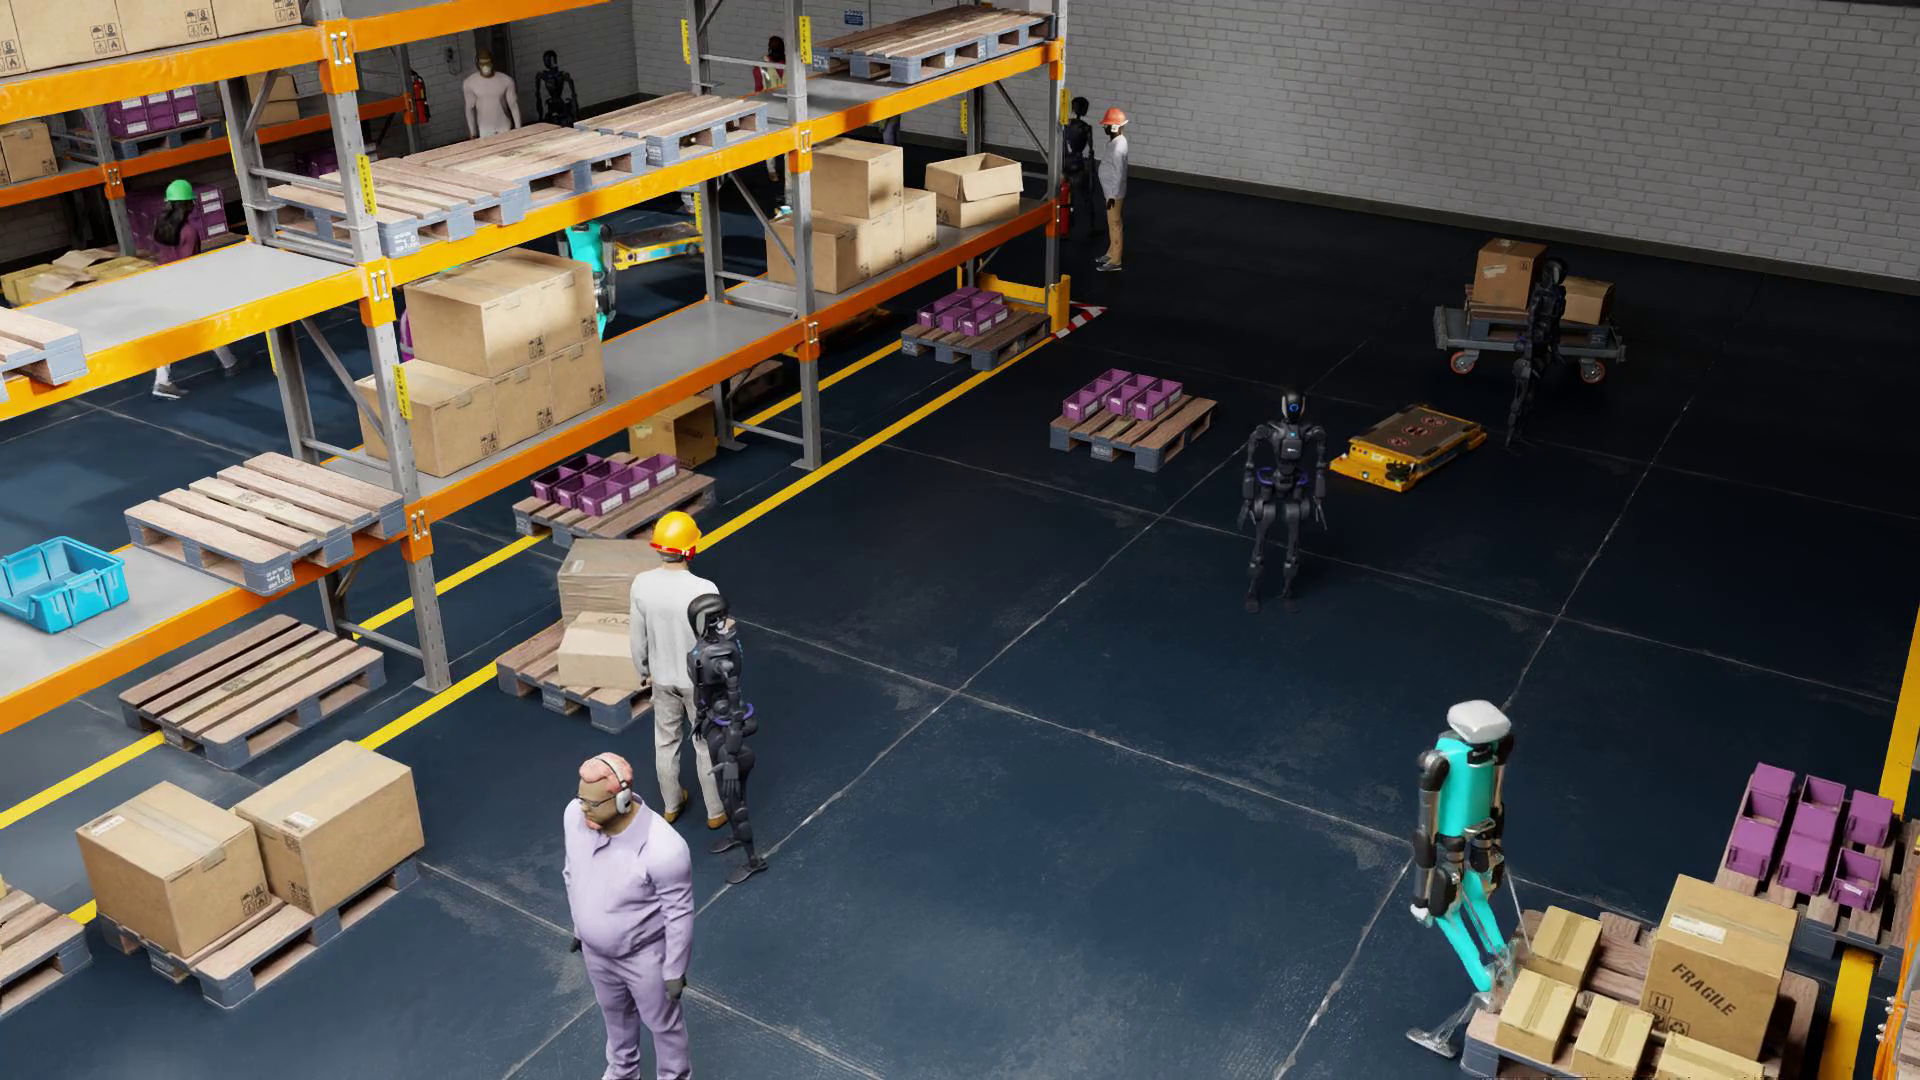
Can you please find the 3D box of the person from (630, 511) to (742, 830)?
[{"bbox_3d":[-1.484,0.715,8.994,0.587,1.894,0.361,7,28,13],"label":"person"}]

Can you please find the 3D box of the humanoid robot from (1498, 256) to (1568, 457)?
[{"bbox_3d":[4.733,-1.518,13.617,0.315,1.657,0.599,24,35,39],"label":"humanoid robot"}]

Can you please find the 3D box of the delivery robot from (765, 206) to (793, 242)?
[{"bbox_3d":[-1.931,-3.451,18.704,0.514,0.613,0.785,4,27,8],"label":"delivery robot"}]

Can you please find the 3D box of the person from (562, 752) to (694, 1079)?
[{"bbox_3d":[-1.410,1.714,7.012,0.641,1.909,0.403,16,31,28],"label":"person"}]

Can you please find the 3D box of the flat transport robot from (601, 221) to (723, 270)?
[{"bbox_3d":[-3.454,-3.317,18.734,1.431,0.231,0.659,-20,33,-34],"label":"flat transport robot"}]

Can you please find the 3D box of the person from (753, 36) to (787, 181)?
[{"bbox_3d":[-2.329,-5.560,21.431,0.629,1.833,0.430,-10,29,-19],"label":"person"}]

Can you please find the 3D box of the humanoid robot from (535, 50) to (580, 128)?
[{"bbox_3d":[-5.209,-5.562,21.666,0.613,1.627,0.798,5,27,10],"label":"humanoid robot"}]

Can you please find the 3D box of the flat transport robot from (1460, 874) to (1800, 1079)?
[{"bbox_3d":[2.919,2.431,7.407,0.659,0.231,1.431,16,31,28],"label":"flat transport robot"}]

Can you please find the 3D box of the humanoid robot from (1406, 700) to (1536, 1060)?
[{"bbox_3d":[2.353,1.629,7.408,0.566,1.820,0.751,-17,31,-29],"label":"humanoid robot"}]

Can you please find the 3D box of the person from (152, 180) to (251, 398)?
[{"bbox_3d":[-6.962,-2.241,14.858,0.501,1.868,1.067,11,29,21],"label":"person"}]

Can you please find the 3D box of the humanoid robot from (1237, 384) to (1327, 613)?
[{"bbox_3d":[2.173,-0.265,11.162,0.602,1.654,0.322,-1,27,-1],"label":"humanoid robot"}]

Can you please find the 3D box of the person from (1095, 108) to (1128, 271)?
[{"bbox_3d":[1.649,-3.808,18.059,0.325,1.752,0.562,2,27,3],"label":"person"}]

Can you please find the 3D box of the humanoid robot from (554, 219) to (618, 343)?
[{"bbox_3d":[-3.323,-2.012,14.557,0.547,1.775,0.800,4,27,9],"label":"humanoid robot"}]

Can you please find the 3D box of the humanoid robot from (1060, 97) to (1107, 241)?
[{"bbox_3d":[1.372,-4.243,19.023,0.694,1.638,0.589,-18,32,-31],"label":"humanoid robot"}]

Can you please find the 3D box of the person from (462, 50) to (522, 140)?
[{"bbox_3d":[-5.680,-5.036,20.338,0.642,1.888,1.002,-9,28,-17],"label":"person"}]

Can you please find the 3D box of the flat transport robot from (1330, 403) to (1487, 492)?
[{"bbox_3d":[3.720,-0.775,13.724,0.659,0.231,1.431,23,35,37],"label":"flat transport robot"}]

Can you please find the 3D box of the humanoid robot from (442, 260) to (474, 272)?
[{"bbox_3d":[-4.445,-1.899,14.314,0.968,1.742,0.557,-22,34,-36],"label":"humanoid robot"}]

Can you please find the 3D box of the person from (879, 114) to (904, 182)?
[{"bbox_3d":[-0.895,-5.336,21.201,0.267,1.632,0.504,10,29,20],"label":"person"}]

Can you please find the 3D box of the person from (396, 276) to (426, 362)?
[{"bbox_3d":[-4.209,-1.326,13.067,0.337,1.847,0.511,-3,27,-7],"label":"person"}]

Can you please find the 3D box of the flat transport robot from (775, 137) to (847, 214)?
[{"bbox_3d":[-1.518,-4.144,20.364,1.431,0.231,0.659,1,27,2],"label":"flat transport robot"}]

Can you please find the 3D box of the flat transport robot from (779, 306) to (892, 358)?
[{"bbox_3d":[-1.346,-2.110,16.356,0.659,0.231,1.431,16,31,29],"label":"flat transport robot"}]

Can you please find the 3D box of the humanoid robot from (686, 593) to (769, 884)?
[{"bbox_3d":[-1.237,1.007,8.651,0.333,1.652,0.601,-14,30,-25],"label":"humanoid robot"}]
